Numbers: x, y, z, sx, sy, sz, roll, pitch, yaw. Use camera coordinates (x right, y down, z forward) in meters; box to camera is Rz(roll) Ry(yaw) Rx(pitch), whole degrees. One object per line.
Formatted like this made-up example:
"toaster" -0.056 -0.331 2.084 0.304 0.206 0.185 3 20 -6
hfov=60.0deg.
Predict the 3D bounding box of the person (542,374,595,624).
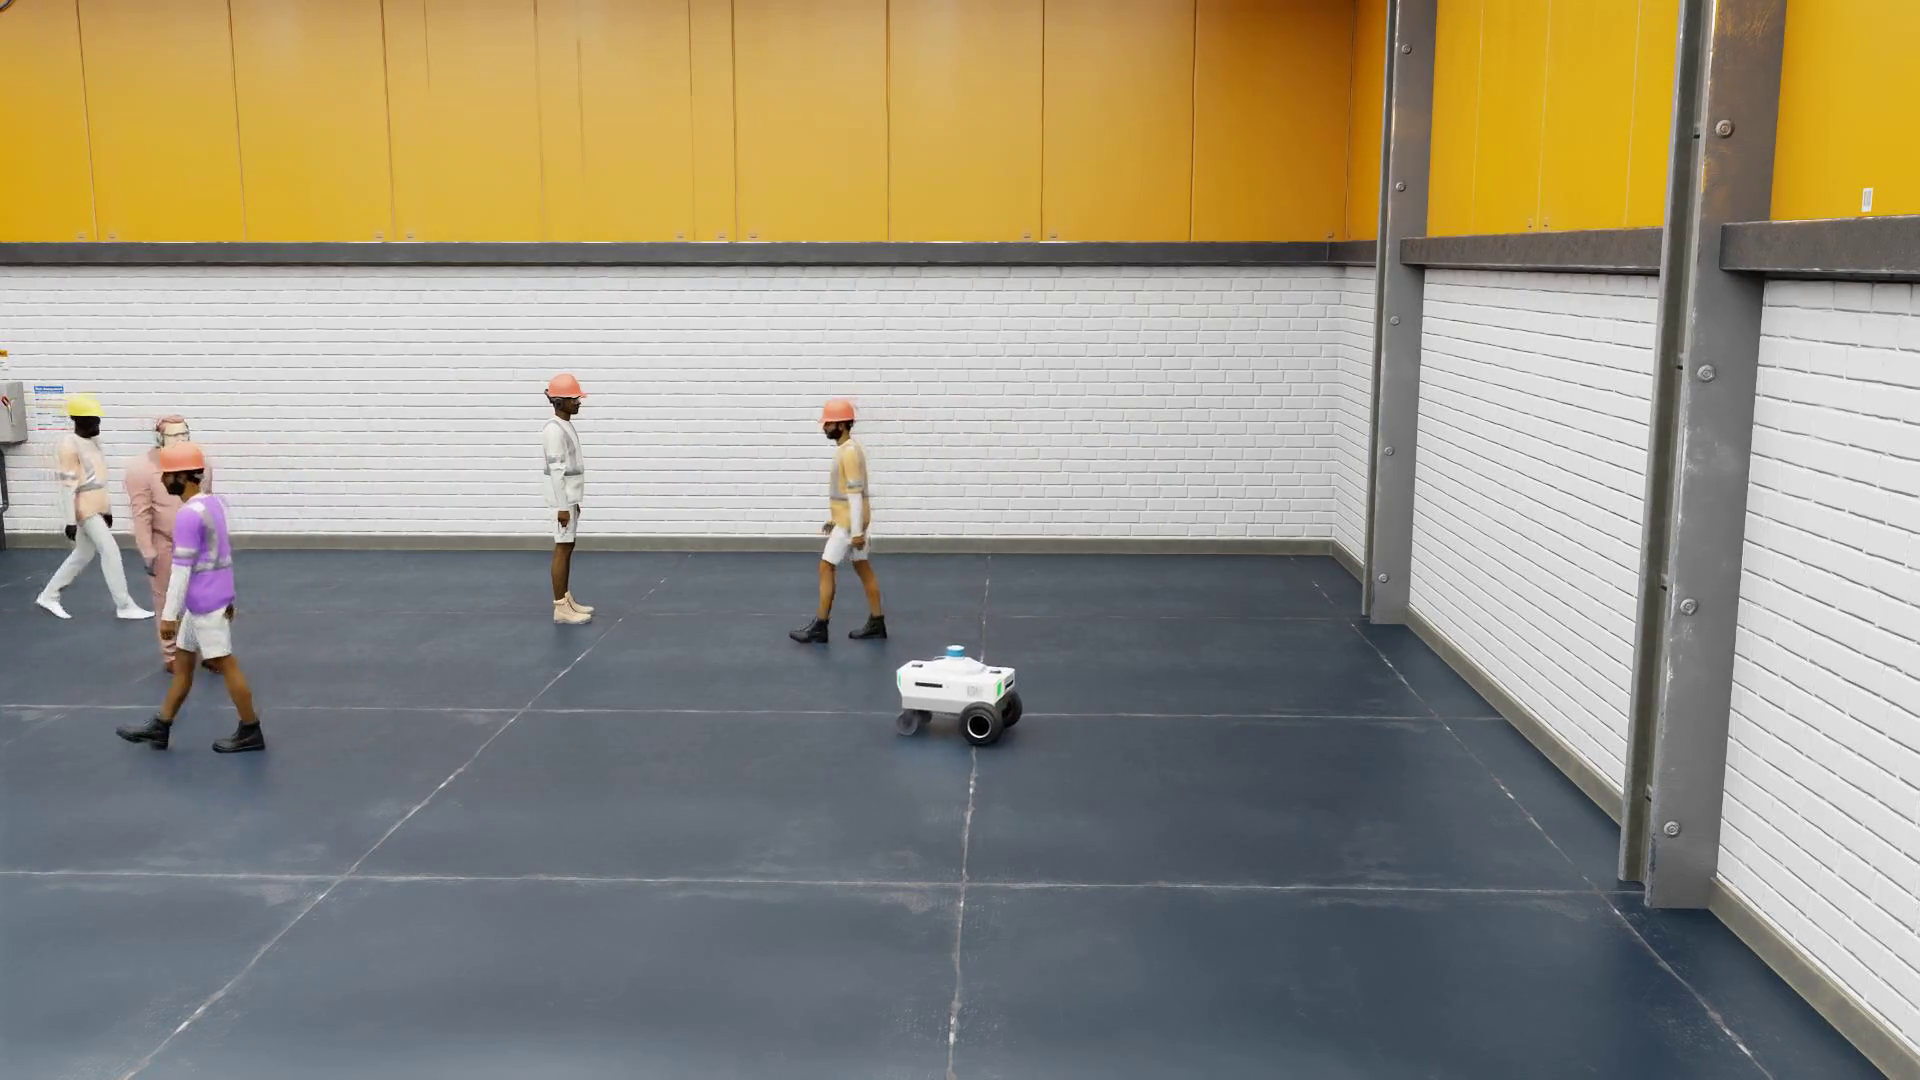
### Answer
"person" -3.208 -0.339 13.616 0.375 2.043 0.611 -1 10 -6

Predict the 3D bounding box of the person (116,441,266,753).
"person" -4.653 0.366 9.907 0.931 1.896 0.574 -2 10 -12

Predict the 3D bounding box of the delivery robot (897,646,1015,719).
"delivery robot" -0.027 0.906 10.405 0.707 0.478 0.477 3 10 18

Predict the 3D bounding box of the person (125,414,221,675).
"person" -5.492 0.059 11.758 0.670 1.884 0.649 8 13 39

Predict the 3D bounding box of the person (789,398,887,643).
"person" -0.970 -0.144 12.895 0.883 1.897 0.560 0 10 0

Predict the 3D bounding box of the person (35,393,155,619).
"person" -7.197 -0.267 13.651 0.939 1.888 0.596 -1 10 -8
